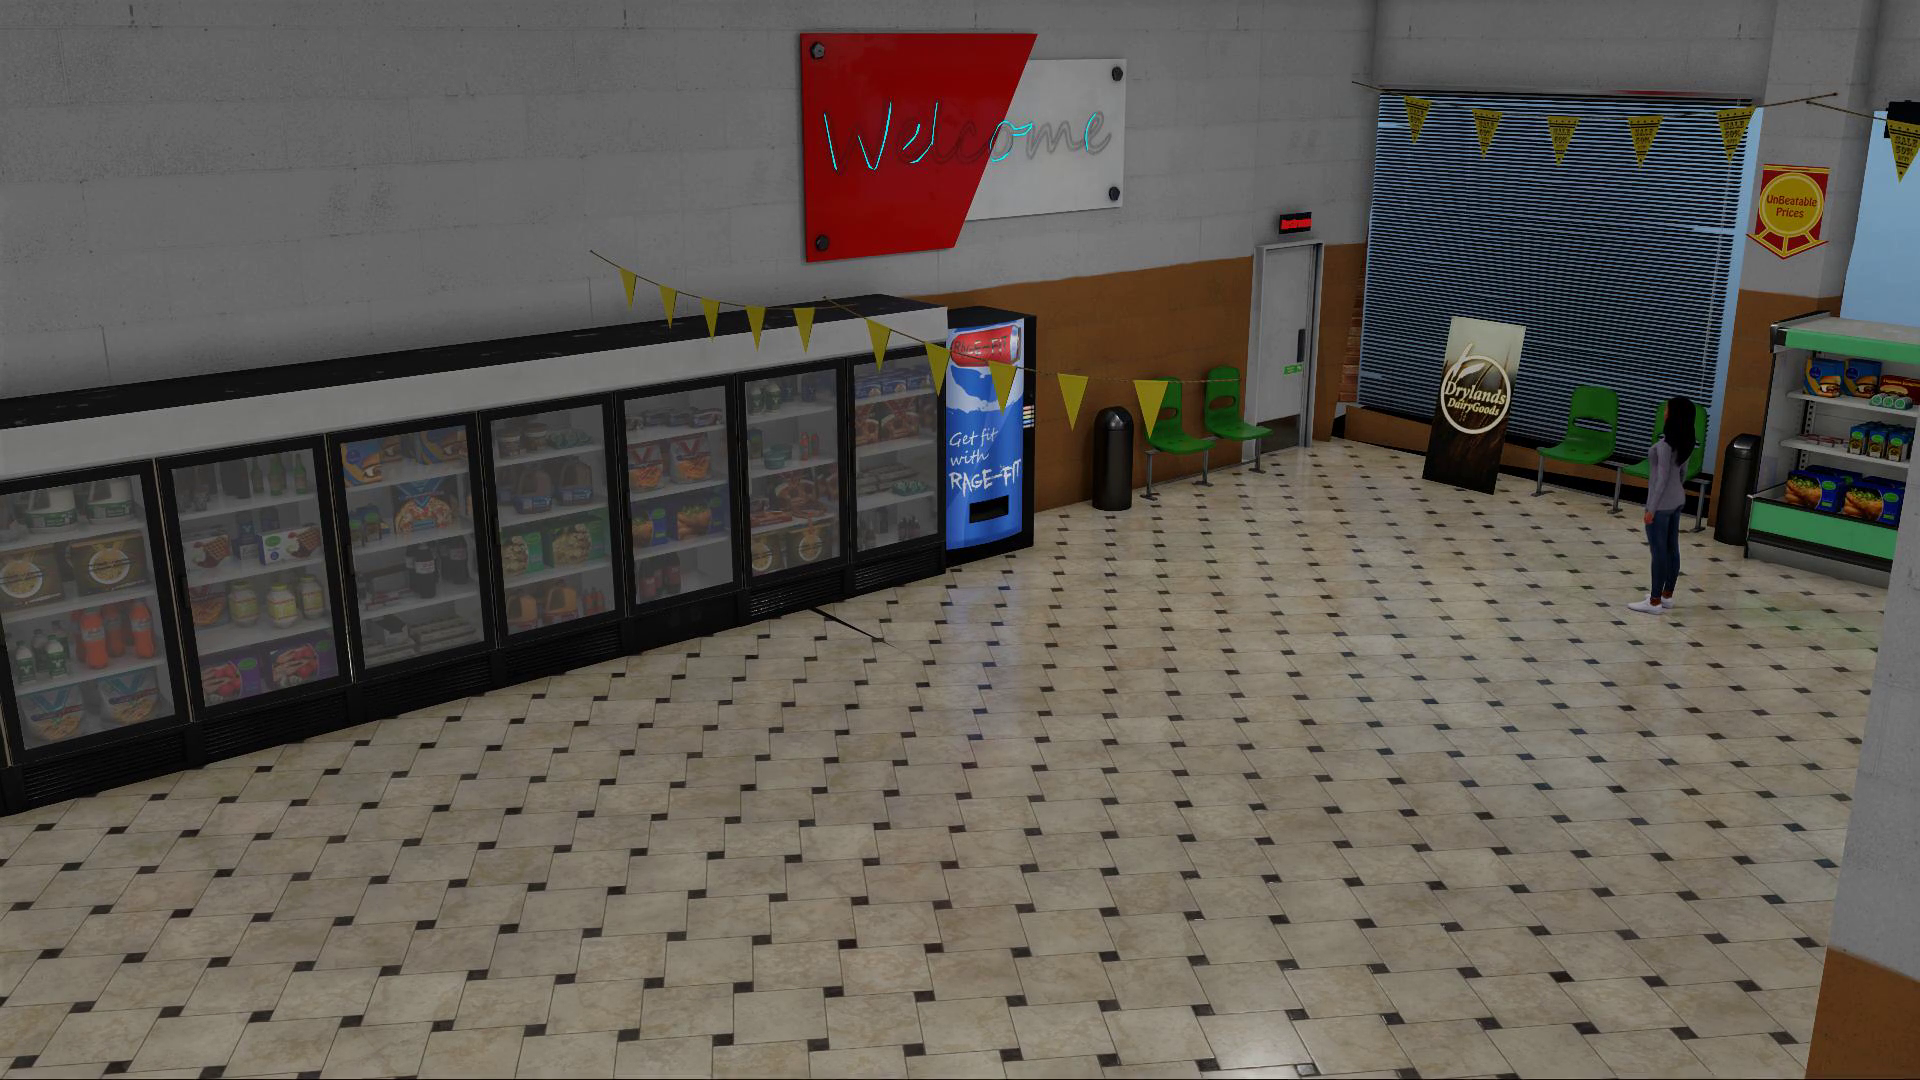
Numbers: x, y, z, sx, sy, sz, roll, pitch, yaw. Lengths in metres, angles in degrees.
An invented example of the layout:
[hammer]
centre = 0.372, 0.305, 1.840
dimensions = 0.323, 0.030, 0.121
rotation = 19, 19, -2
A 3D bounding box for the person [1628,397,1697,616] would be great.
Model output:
[person]
centre = 5.589, -0.277, 13.136
dimensions = 0.603, 1.736, 0.504
rotation = -14, 22, -38
